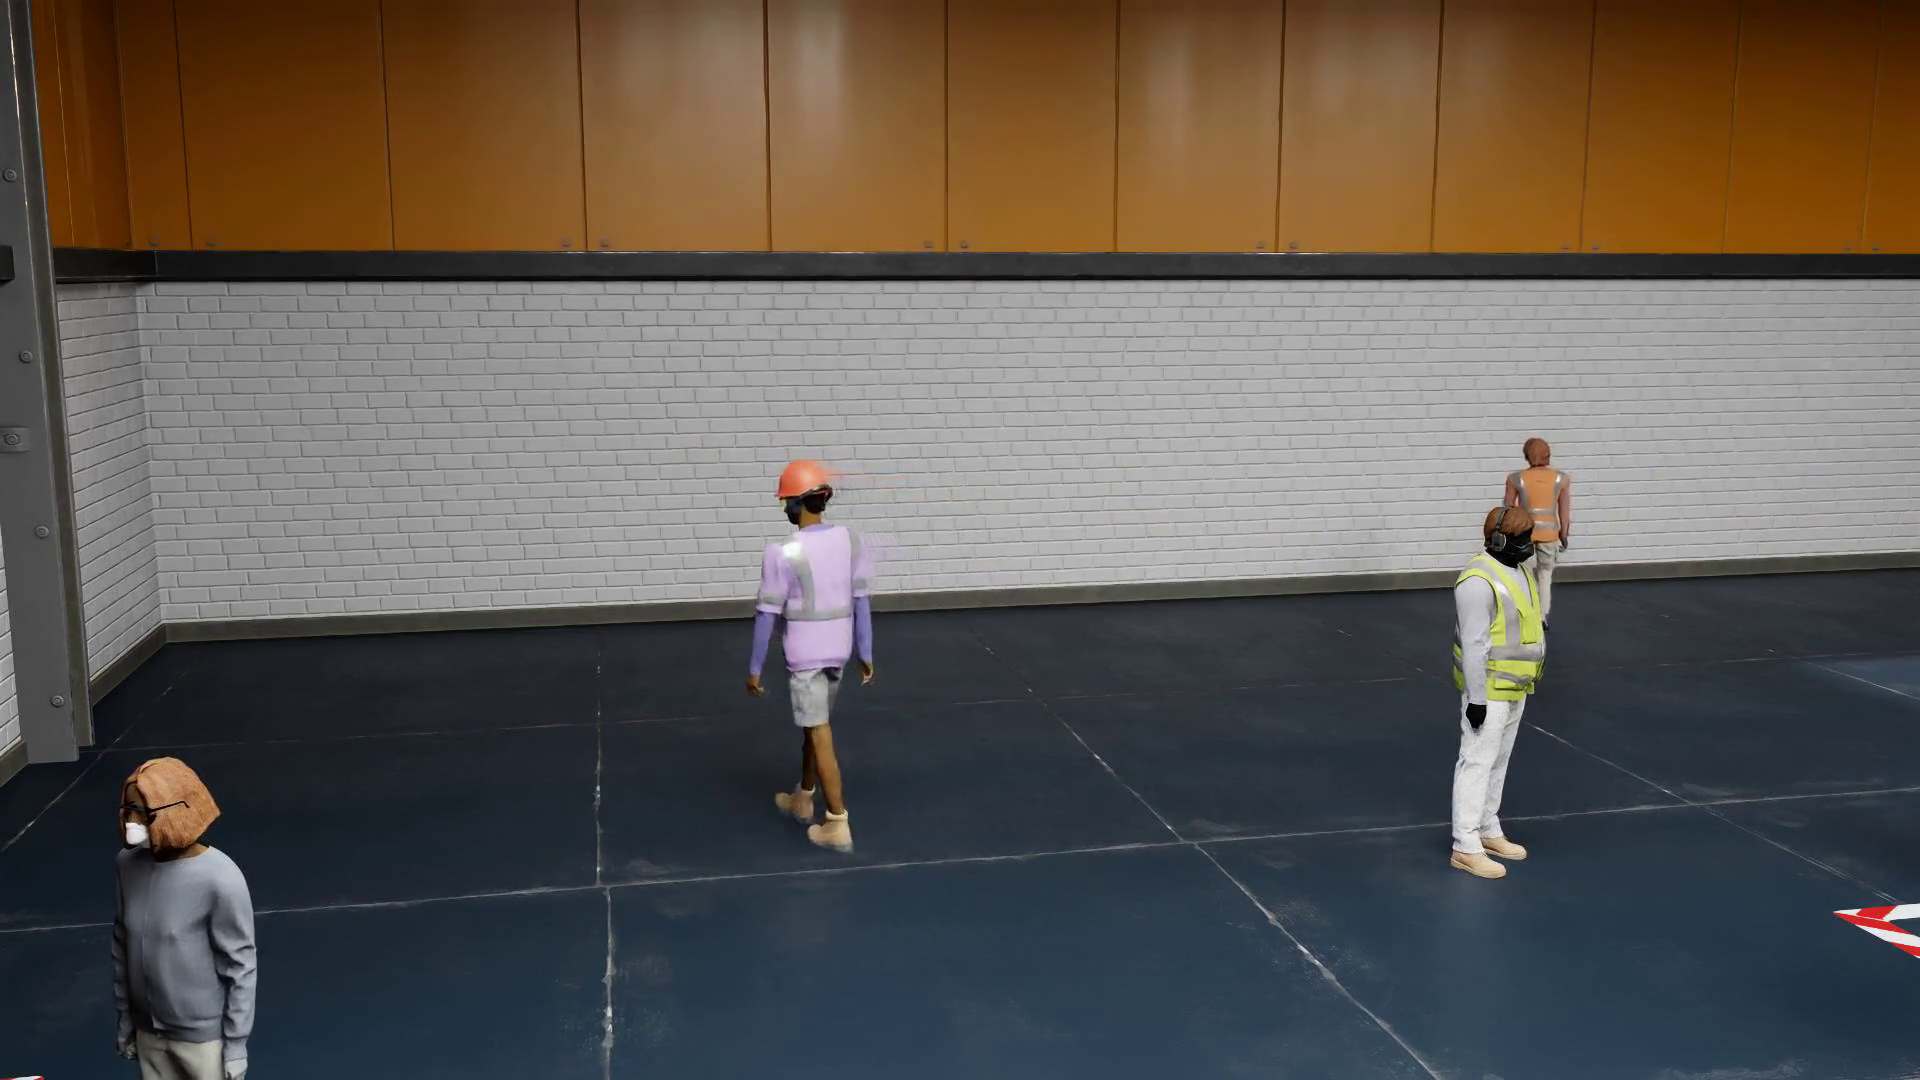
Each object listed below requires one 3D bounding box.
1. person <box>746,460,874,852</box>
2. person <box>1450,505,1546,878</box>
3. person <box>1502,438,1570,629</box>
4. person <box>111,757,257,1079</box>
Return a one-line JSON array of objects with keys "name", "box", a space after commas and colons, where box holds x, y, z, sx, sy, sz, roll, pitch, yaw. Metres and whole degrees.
[{"name": "person", "box": [-0.850, 0.583, 8.696, 0.884, 2.008, 0.650, 9, 13, 44]}, {"name": "person", "box": [2.685, 0.737, 8.294, 0.429, 1.841, 0.633, 7, 12, 37]}, {"name": "person", "box": [4.687, -0.025, 13.592, 0.537, 1.622, 0.381, 1, 9, 9]}, {"name": "person", "box": [-2.229, 1.418, 4.774, 0.502, 1.633, 0.280, 4, 10, 22]}]
